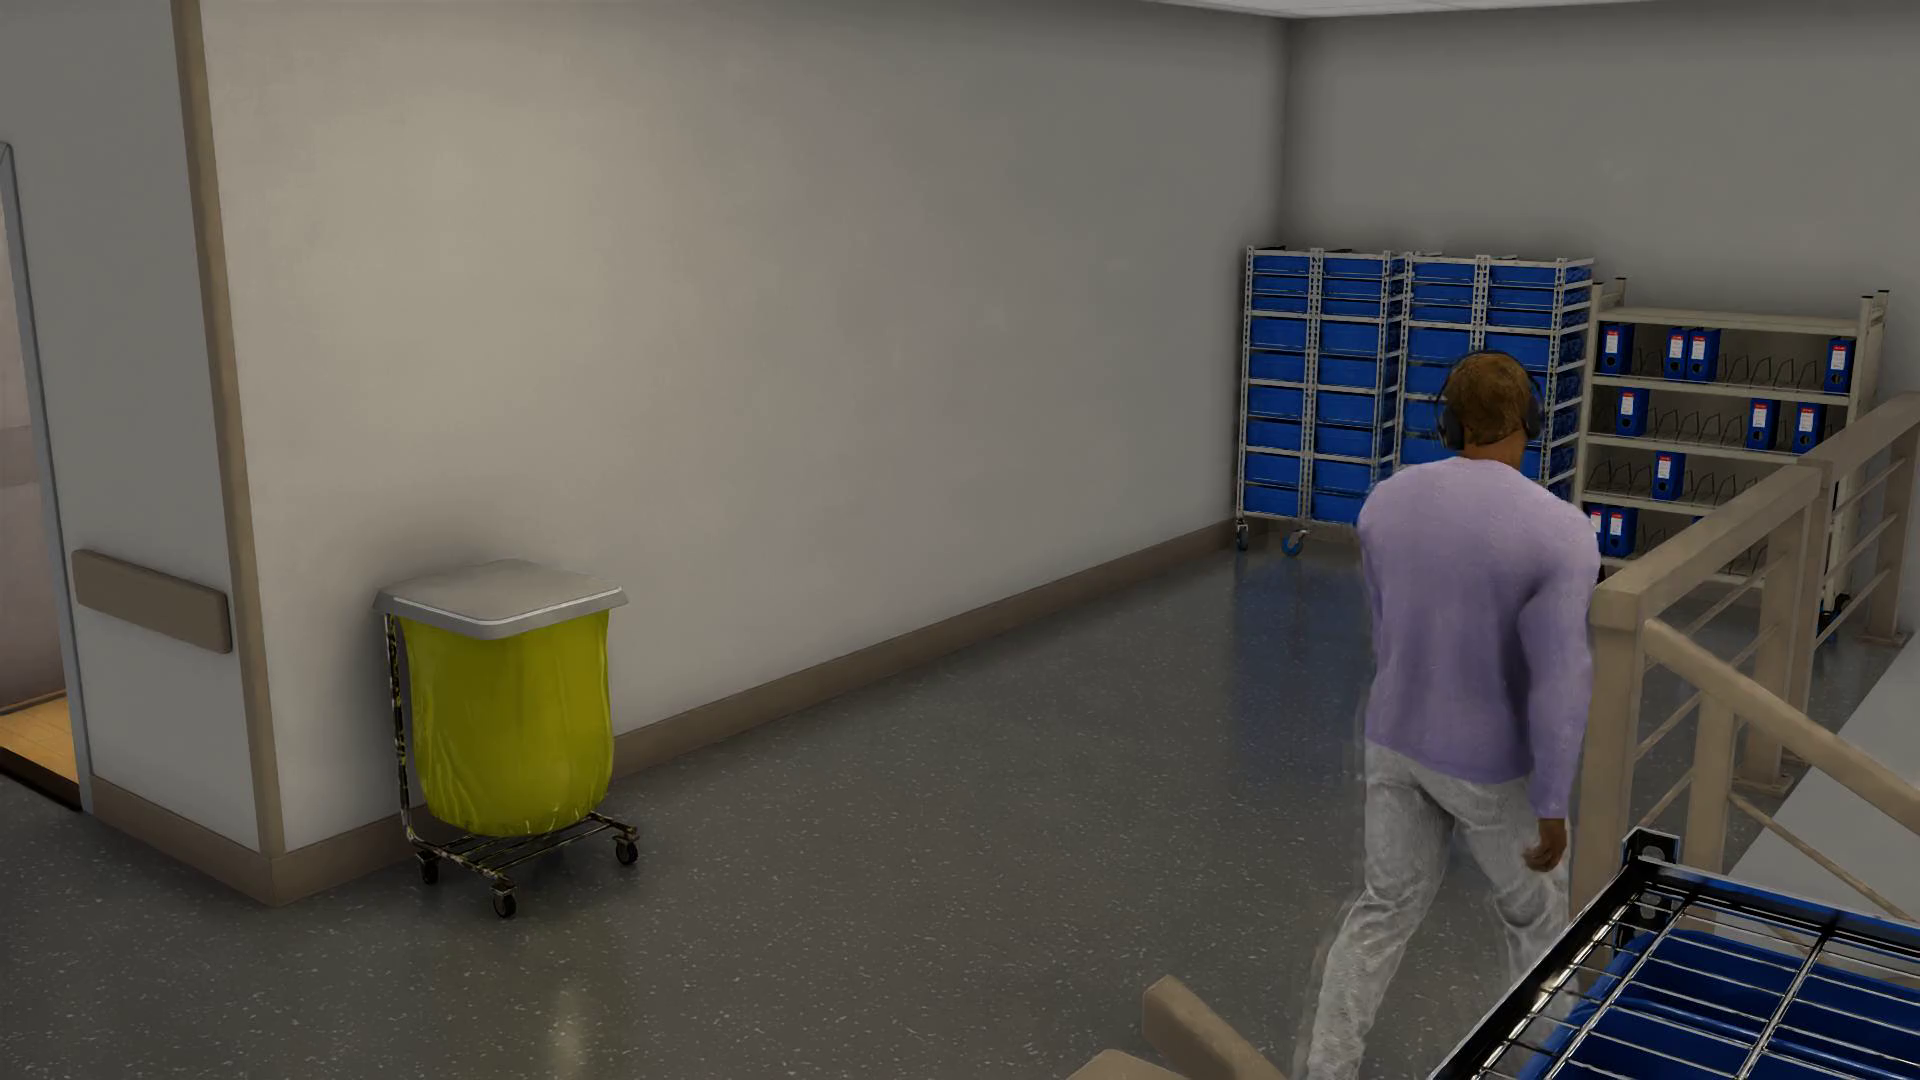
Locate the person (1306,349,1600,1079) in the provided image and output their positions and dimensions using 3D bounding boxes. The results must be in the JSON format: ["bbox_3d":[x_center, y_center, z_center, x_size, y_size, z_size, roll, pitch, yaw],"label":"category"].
[{"bbox_3d":[1.163,0.507,3.877,0.835,1.877,0.650,-11,17,-38],"label":"person"}]
